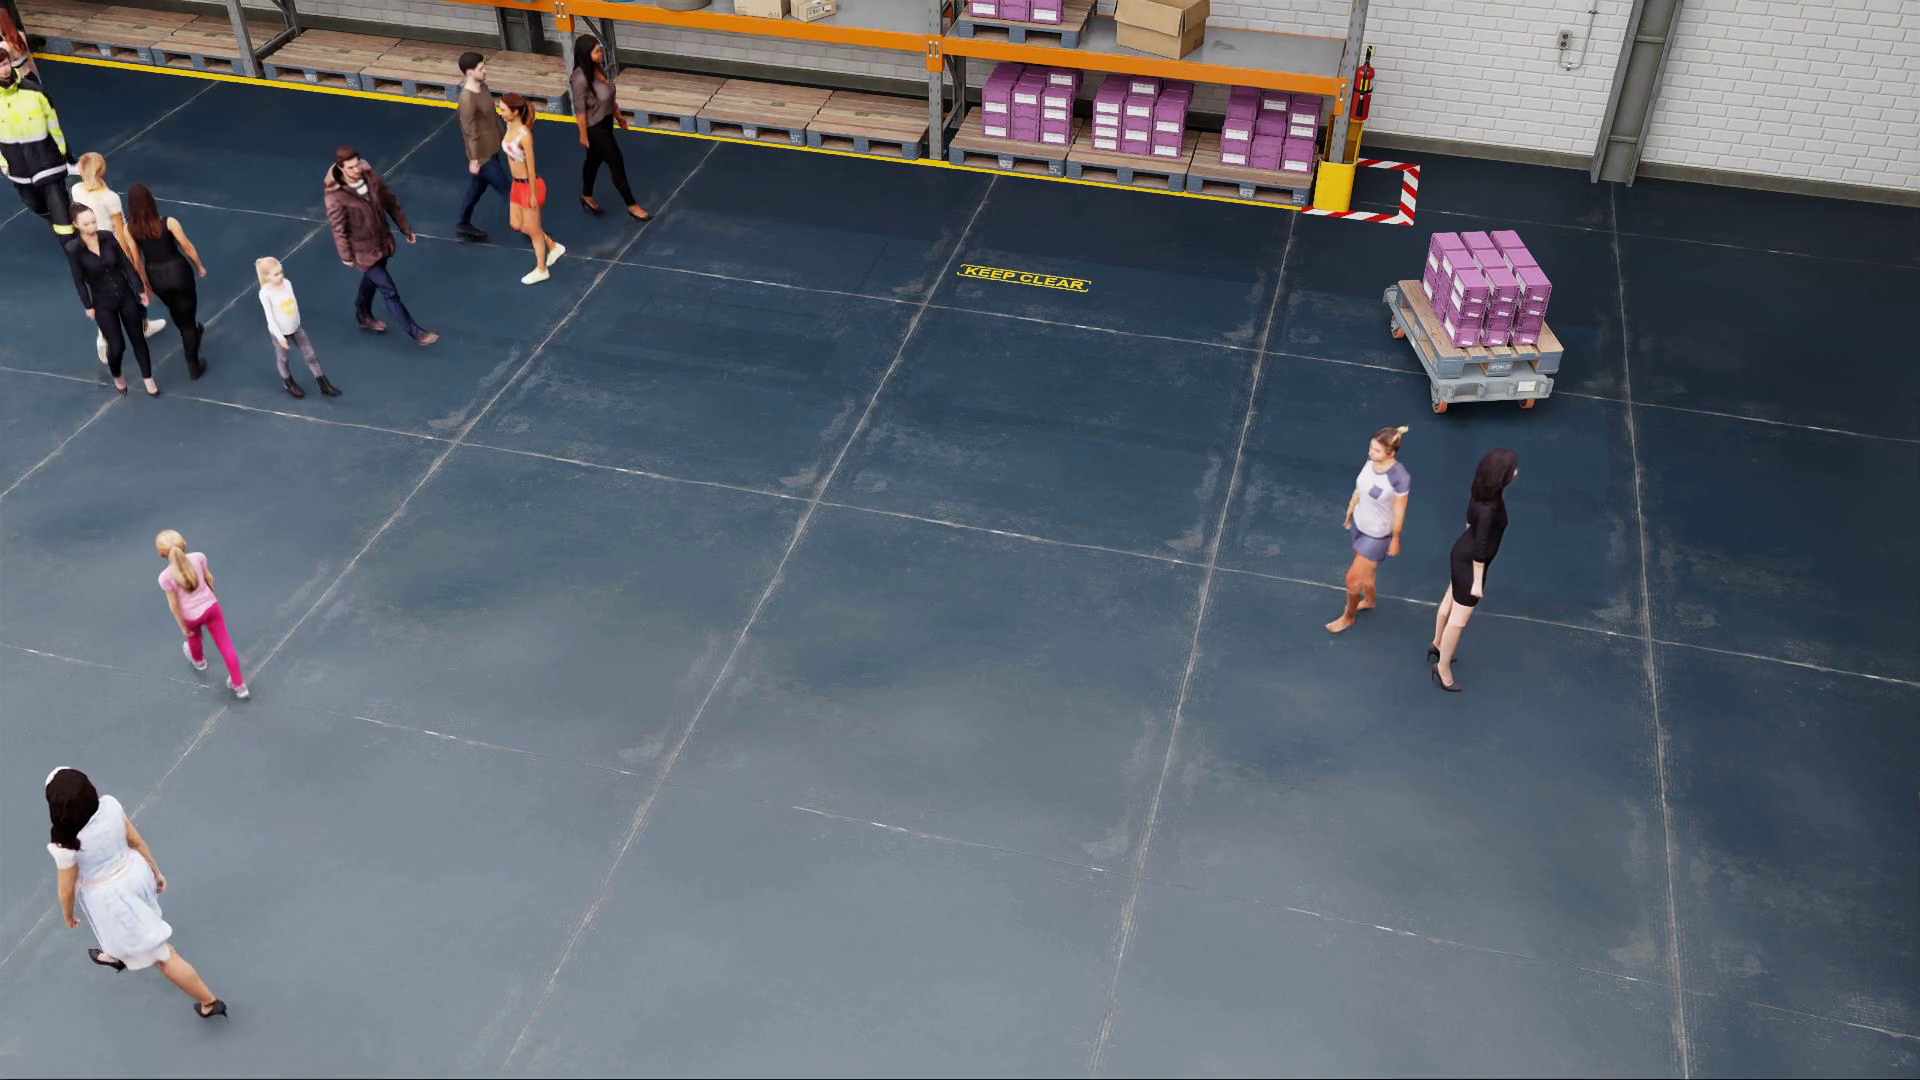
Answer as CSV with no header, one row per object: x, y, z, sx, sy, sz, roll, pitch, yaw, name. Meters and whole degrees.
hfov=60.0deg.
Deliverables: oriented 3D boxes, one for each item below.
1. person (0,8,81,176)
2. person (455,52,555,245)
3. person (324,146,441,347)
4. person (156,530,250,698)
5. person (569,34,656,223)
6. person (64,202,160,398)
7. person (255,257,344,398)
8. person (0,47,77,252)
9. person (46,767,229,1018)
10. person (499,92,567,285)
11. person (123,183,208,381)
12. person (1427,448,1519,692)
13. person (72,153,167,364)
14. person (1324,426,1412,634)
-8.999,-4.344,16.257,0.869,1.724,0.707,0,39,0,person
-4.406,-3.518,15.126,1.252,1.845,0.885,0,39,0,person
-4.973,-2.452,13.844,1.234,1.779,0.866,15,41,18,person
-4.814,0.482,10.599,0.946,1.244,0.753,32,48,33,person
-3.482,-3.834,15.550,1.051,1.809,0.715,5,39,7,person
-6.733,-1.903,13.216,0.717,1.705,0.683,29,47,32,person
-5.451,-1.701,13.320,0.828,1.259,0.635,23,44,26,person
-8.415,-3.521,15.043,1.225,1.953,1.251,-17,42,-20,person
-4.168,1.875,8.439,1.197,1.764,0.729,14,41,17,person
-3.742,-3.117,14.672,0.836,1.785,0.781,-23,44,-26,person
-6.382,-2.057,13.438,0.976,1.669,0.897,-6,39,-8,person
3.227,0.168,10.542,0.499,1.807,0.600,8,39,9,person
-7.009,-2.288,13.645,0.988,1.772,0.741,8,39,10,person
2.810,-0.092,11.031,0.830,1.601,0.764,-11,40,-14,person
